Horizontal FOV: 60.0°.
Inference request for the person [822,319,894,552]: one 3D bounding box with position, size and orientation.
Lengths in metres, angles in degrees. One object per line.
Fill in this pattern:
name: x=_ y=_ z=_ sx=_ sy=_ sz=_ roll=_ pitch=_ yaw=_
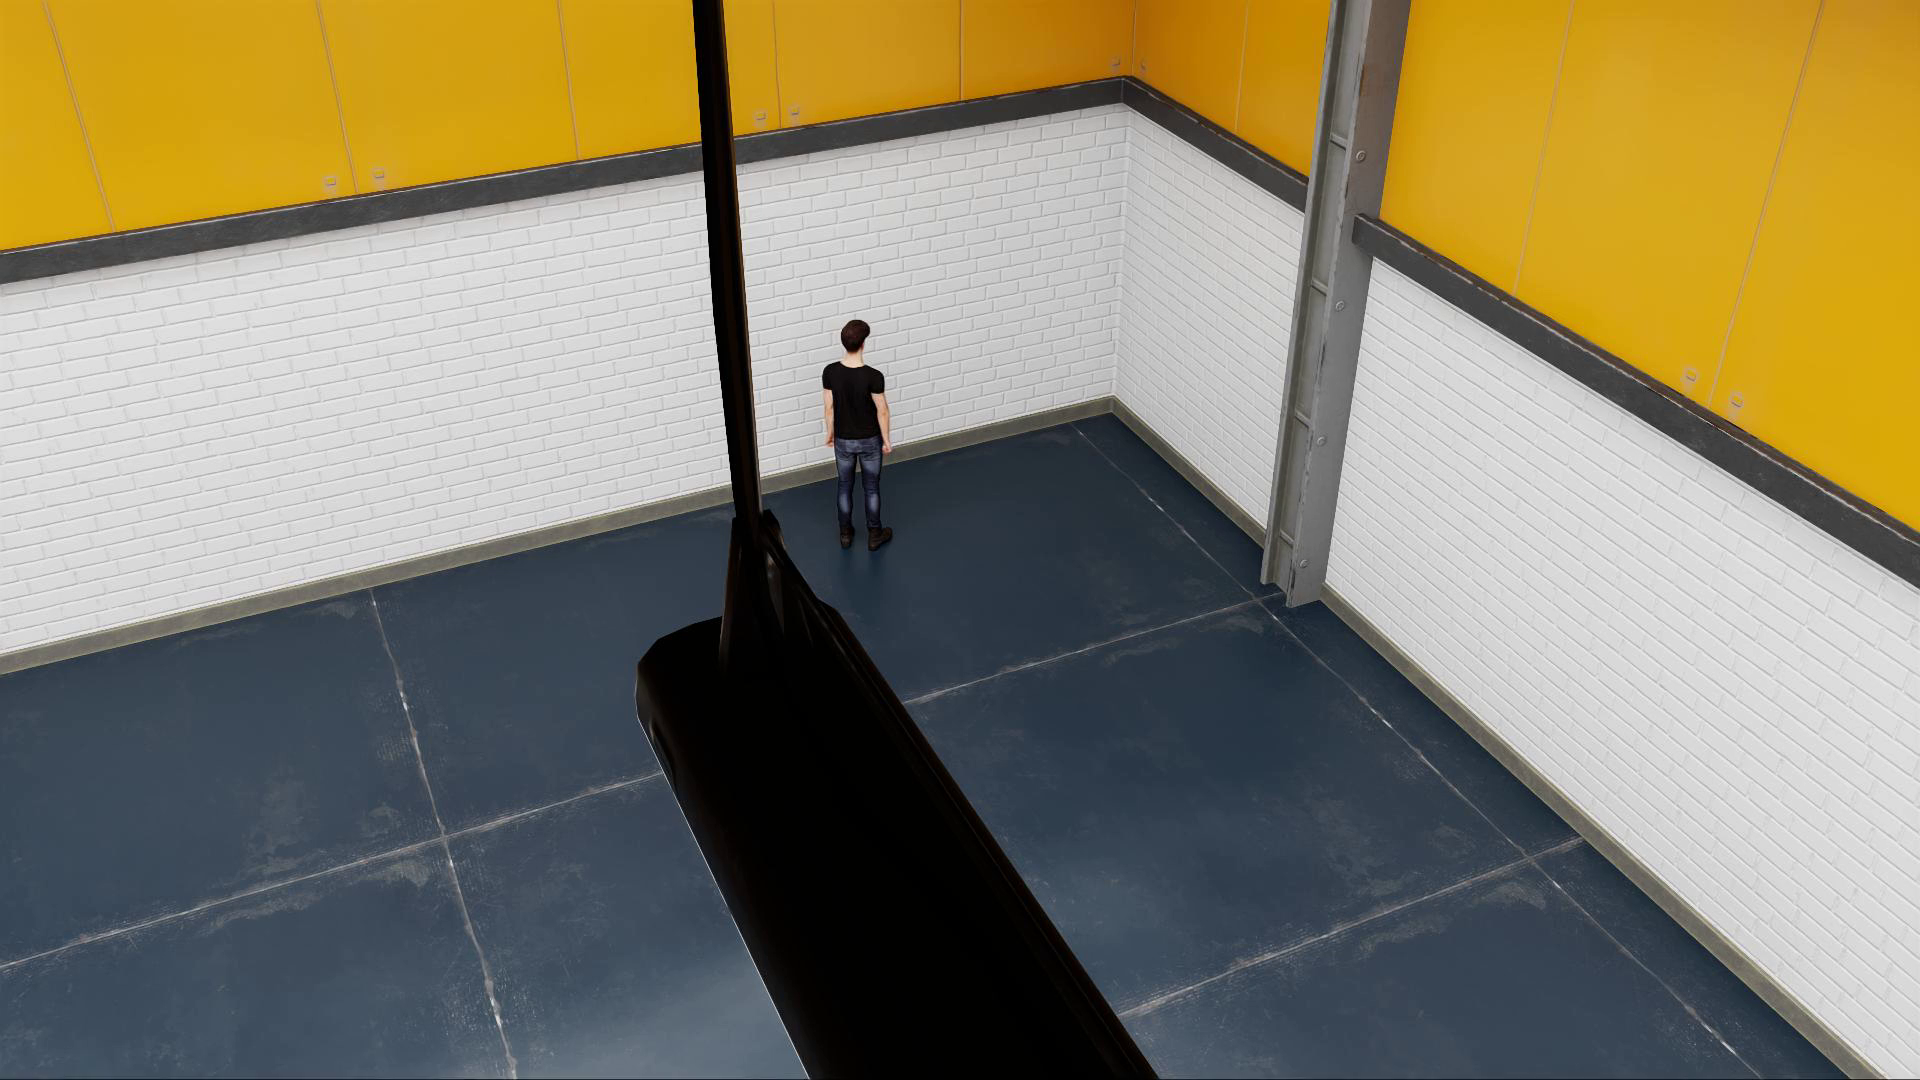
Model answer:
person: x=-0.779 y=-0.777 z=12.589 sx=0.768 sy=1.897 sz=0.793 roll=7 pitch=34 yaw=10
